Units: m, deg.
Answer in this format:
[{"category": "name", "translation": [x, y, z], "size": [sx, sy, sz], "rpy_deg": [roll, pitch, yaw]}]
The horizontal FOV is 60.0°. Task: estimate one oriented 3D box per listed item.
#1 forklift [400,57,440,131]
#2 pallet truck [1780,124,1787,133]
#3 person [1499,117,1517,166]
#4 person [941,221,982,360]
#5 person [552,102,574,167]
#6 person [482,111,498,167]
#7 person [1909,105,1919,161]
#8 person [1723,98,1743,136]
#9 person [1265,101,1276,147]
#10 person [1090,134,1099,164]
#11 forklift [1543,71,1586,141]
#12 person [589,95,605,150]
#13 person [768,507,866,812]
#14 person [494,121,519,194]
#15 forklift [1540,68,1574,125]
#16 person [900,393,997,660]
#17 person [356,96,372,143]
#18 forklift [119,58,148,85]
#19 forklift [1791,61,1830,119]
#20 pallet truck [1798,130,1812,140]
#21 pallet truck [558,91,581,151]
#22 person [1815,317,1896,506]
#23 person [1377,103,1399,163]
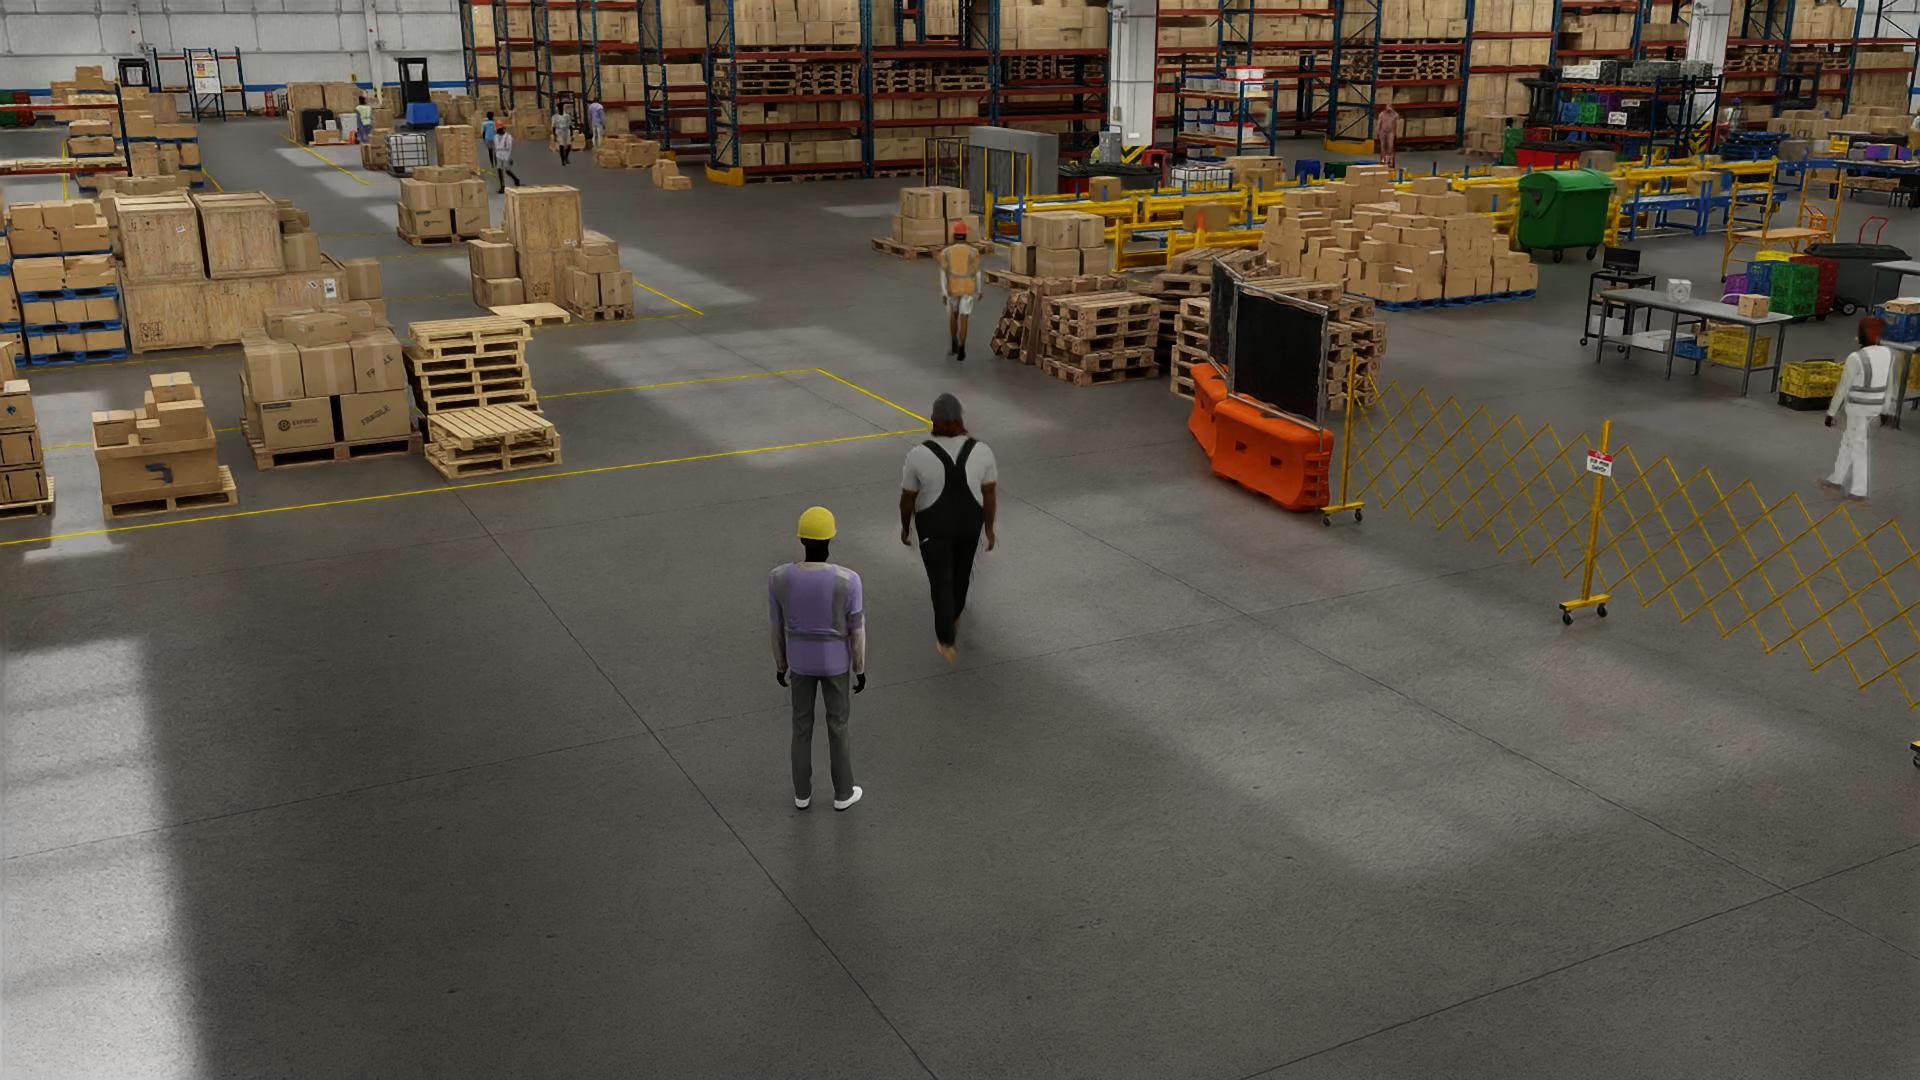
[{"category": "forklift", "translation": [-21.701, -17.858, 66.508], "size": [1.129, 2.768, 1.873], "rpy_deg": [-11, 21, -32]}, {"category": "pallet truck", "translation": [25.206, -12.542, 52.601], "size": [1.601, 1.201, 0.680], "rpy_deg": [0, 18, -2]}, {"category": "person", "translation": [16.356, -11.740, 49.424], "size": [0.890, 1.647, 0.539], "rpy_deg": [-8, 19, -23]}, {"category": "person", "translation": [0.031, -3.533, 23.430], "size": [0.556, 1.899, 0.910], "rpy_deg": [3, 18, 9]}, {"category": "person", "translation": [-12.256, -12.531, 51.398], "size": [0.638, 1.949, 0.424], "rpy_deg": [-8, 19, -23]}, {"category": "person", "translation": [-14.462, -12.372, 51.357], "size": [0.538, 1.674, 0.689], "rpy_deg": [-5, 19, -16]}, {"category": "person", "translation": [30.011, -12.738, 52.254], "size": [0.626, 1.813, 0.658], "rpy_deg": [-7, 19, -21]}, {"category": "person", "translation": [25.198, -13.460, 54.327], "size": [0.583, 1.926, 0.626], "rpy_deg": [-15, 23, -39]}, {"category": "person", "translation": [10.973, -14.694, 58.666], "size": [0.349, 1.618, 0.526], "rpy_deg": [14, 22, 36]}, {"category": "person", "translation": [3.432, -9.341, 41.863], "size": [0.318, 1.698, 0.534], "rpy_deg": [1, 18, 4]}, {"category": "forklift", "translation": [18.685, -13.231, 52.085], "size": [1.873, 2.768, 1.129], "rpy_deg": [-9, 20, -26]}, {"category": "person", "translation": [-12.167, -13.967, 55.895], "size": [0.629, 1.940, 0.372], "rpy_deg": [11, 21, 31]}, {"category": "person", "translation": [-0.854, 0.731, 10.093], "size": [0.587, 1.927, 0.367], "rpy_deg": [2, 18, 8]}, {"category": "person", "translation": [-12.052, -10.154, 44.084], "size": [0.550, 1.904, 0.712], "rpy_deg": [6, 19, 19]}, {"category": "forklift", "translation": [19.428, -14.091, 54.763], "size": [1.873, 2.768, 1.129], "rpy_deg": [-9, 20, -26]}, {"category": "person", "translation": [-0.128, -0.177, 12.738], "size": [0.709, 2.000, 0.974], "rpy_deg": [-5, 18, -14]}, {"category": "person", "translation": [-19.995, -13.938, 55.862], "size": [0.441, 1.898, 0.628], "rpy_deg": [11, 21, 31]}, {"category": "forklift", "translation": [-32.344, -17.497, 65.384], "size": [1.129, 2.768, 1.873], "rpy_deg": [-9, 20, -26]}, {"category": "forklift", "translation": [31.169, -16.218, 61.396], "size": [1.873, 2.768, 1.129], "rpy_deg": [-9, 20, -26]}, {"category": "pallet truck", "translation": [25.526, -11.556, 49.408], "size": [1.630, 1.274, 0.653], "rpy_deg": [-9, 20, -26]}, {"category": "pallet truck", "translation": [-13.495, -14.412, 57.188], "size": [0.823, 1.965, 1.885], "rpy_deg": [-3, 18, -9]}, {"category": "person", "translation": [8.856, -1.311, 16.563], "size": [0.613, 1.856, 0.803], "rpy_deg": [-8, 19, -23]}, {"category": "person", "translation": [13.485, -12.840, 52.512], "size": [0.644, 1.857, 0.977], "rpy_deg": [5, 18, 15]}]
